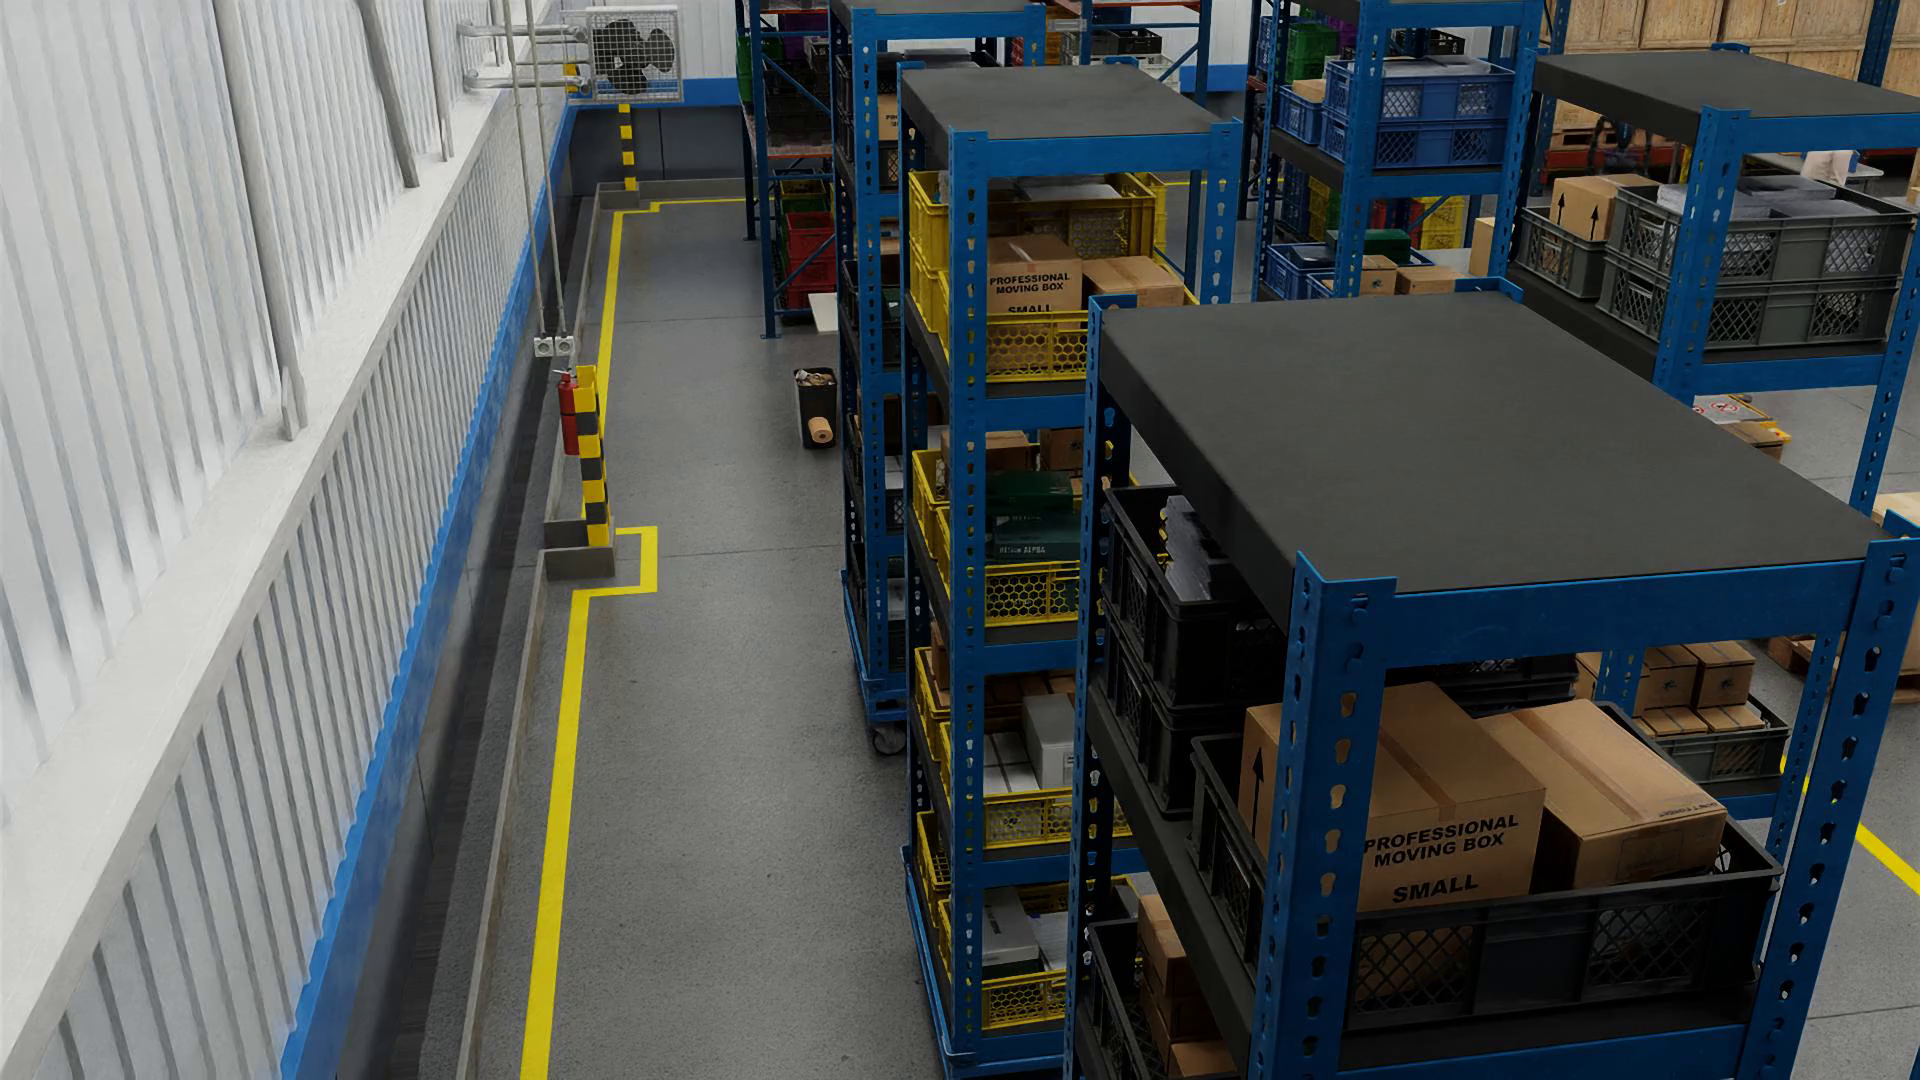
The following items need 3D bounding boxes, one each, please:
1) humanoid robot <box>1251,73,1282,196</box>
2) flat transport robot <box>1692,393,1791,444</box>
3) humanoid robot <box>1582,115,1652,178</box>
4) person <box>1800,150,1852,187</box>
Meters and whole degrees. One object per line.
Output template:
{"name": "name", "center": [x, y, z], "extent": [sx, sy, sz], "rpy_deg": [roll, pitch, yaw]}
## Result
{"name": "humanoid robot", "center": [3.578, -4.781, 18.991], "extent": [0.609, 1.656, 0.313], "rpy_deg": [-4, 25, -9]}
{"name": "flat transport robot", "center": [5.224, -0.859, 12.132], "extent": [1.431, 0.197, 0.652], "rpy_deg": [-4, 25, -8]}
{"name": "humanoid robot", "center": [6.628, -3.753, 16.777], "extent": [0.628, 1.648, 0.573], "rpy_deg": [7, 26, 15]}
{"name": "person", "center": [7.492, -2.919, 14.580], "extent": [0.375, 1.995, 0.608], "rpy_deg": [2, 25, 5]}
